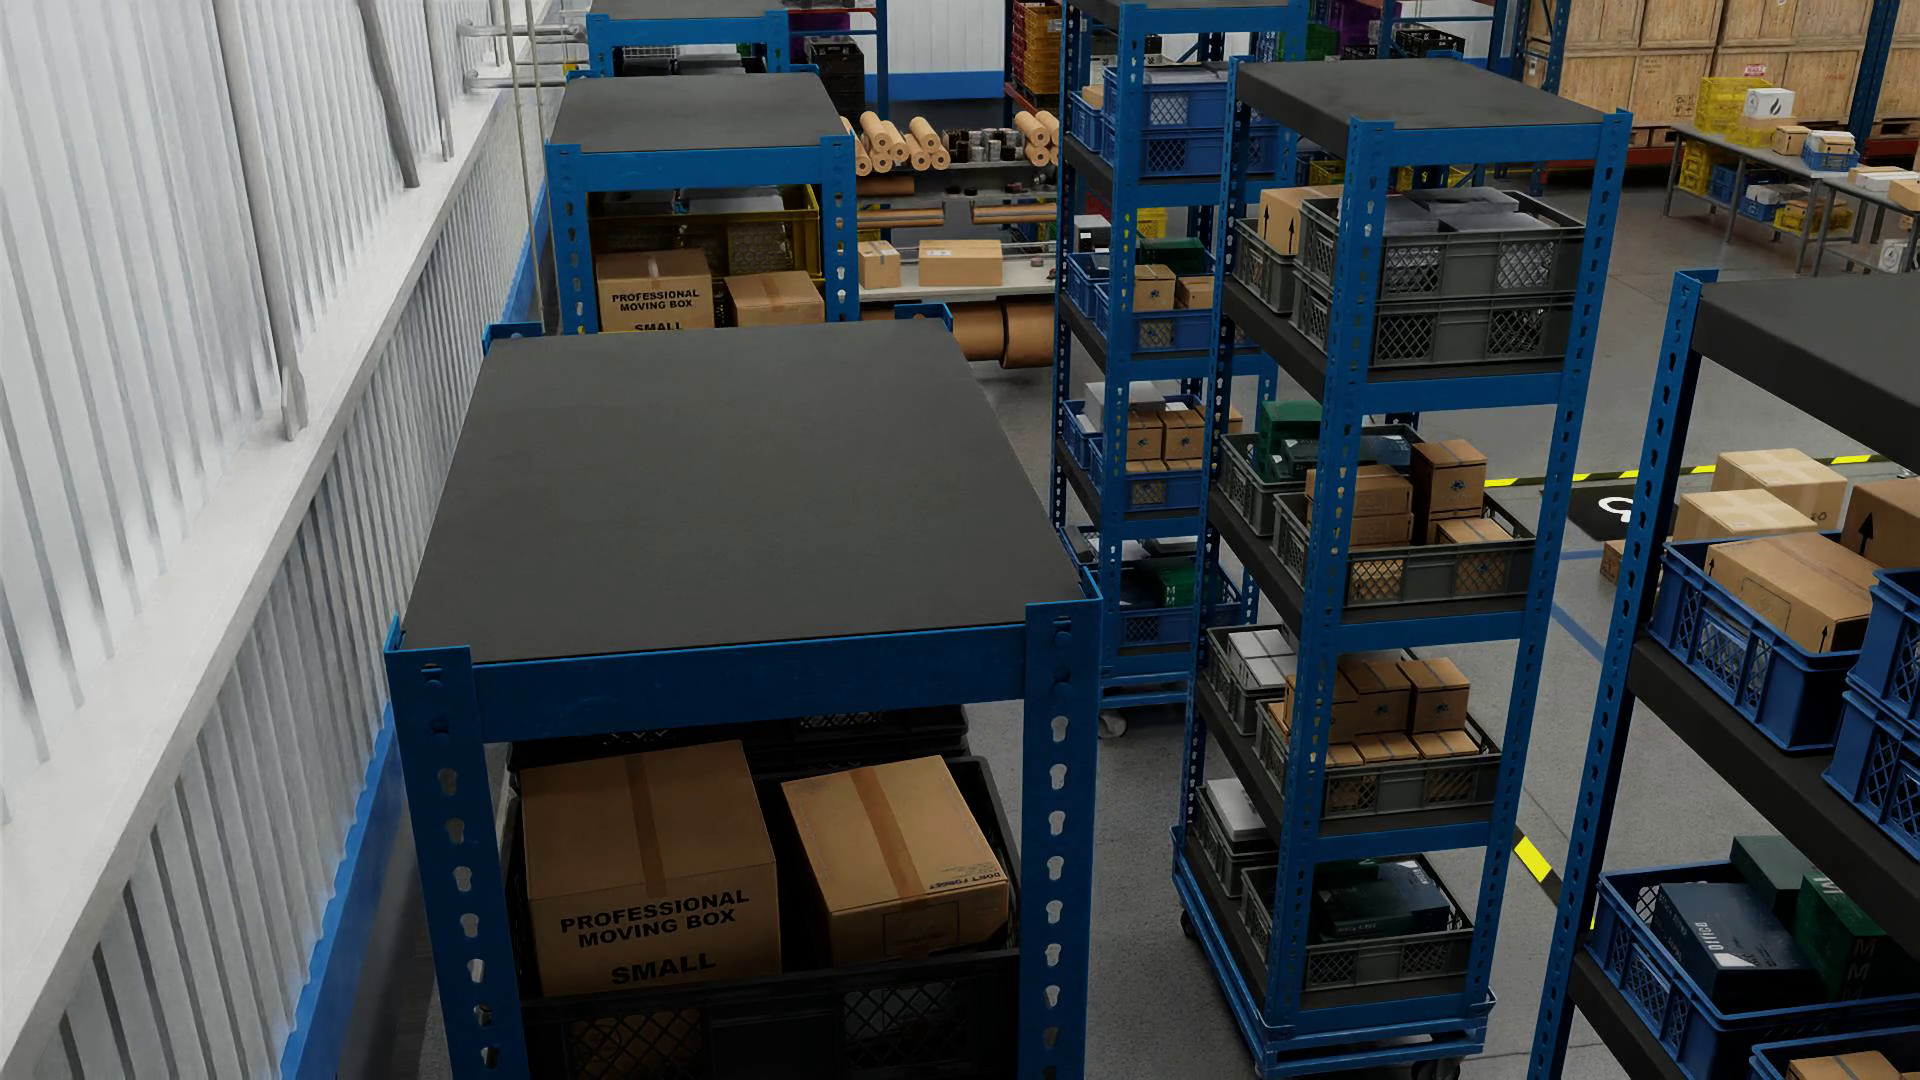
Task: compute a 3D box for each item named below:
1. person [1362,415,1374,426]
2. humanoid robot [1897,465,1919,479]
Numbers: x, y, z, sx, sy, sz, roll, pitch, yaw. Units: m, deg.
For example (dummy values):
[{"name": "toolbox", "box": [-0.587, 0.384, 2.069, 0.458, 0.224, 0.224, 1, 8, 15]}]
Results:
[{"name": "person", "box": [1.787, 0.188, 7.998, 0.587, 1.850, 0.388, 0, 25, 0]}, {"name": "humanoid robot", "box": [6.431, -1.146, 10.874, 0.735, 1.676, 0.533, -11, 27, -22]}]
